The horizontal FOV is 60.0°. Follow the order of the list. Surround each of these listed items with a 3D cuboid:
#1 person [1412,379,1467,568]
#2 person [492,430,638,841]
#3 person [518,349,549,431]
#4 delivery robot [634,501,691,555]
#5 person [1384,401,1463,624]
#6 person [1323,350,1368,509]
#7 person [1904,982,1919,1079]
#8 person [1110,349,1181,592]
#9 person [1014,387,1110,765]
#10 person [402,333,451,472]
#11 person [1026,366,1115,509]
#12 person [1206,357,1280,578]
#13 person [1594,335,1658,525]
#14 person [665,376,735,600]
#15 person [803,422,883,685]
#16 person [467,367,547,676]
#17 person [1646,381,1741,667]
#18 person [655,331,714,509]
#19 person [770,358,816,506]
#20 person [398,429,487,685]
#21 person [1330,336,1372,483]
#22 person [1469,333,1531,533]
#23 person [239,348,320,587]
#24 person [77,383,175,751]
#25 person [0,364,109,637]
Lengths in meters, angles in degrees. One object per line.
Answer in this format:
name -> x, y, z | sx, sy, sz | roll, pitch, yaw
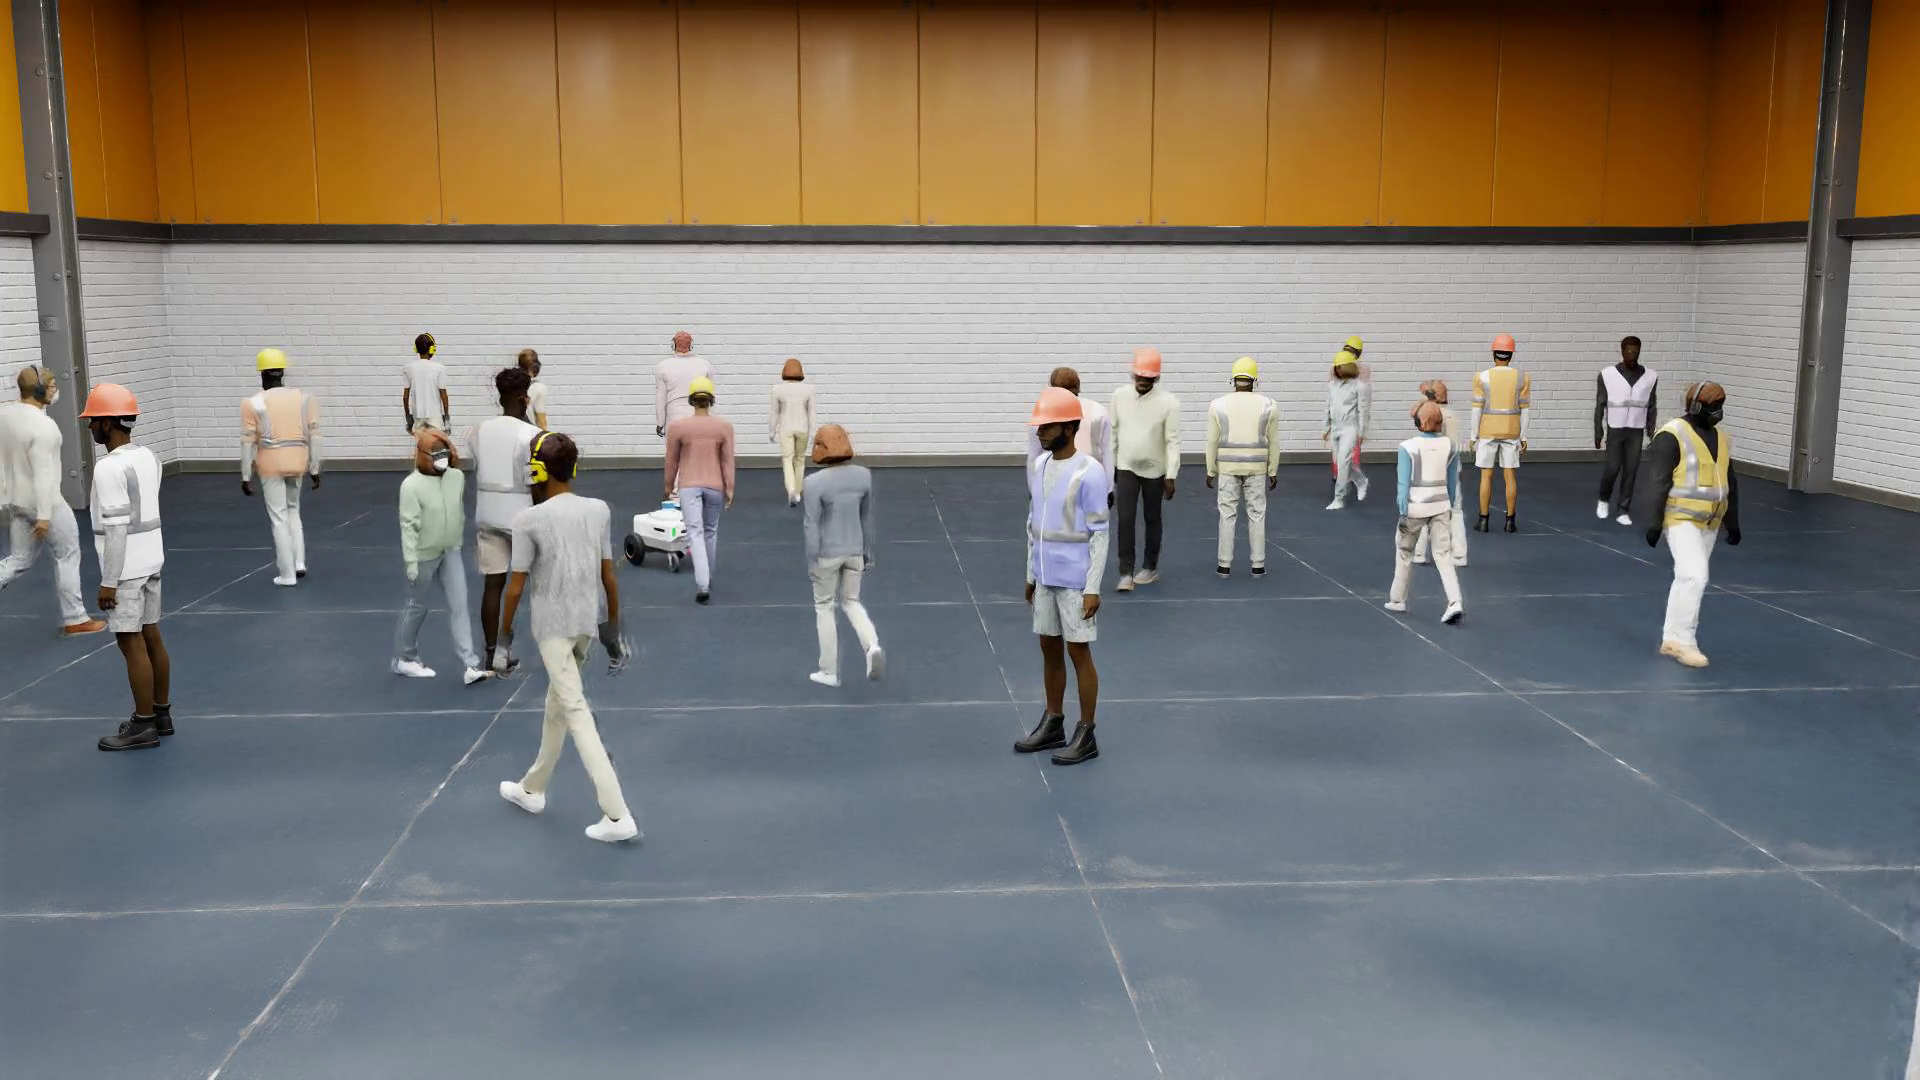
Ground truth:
person -> 4.088, -0.568, 14.281 | 0.664, 1.608, 0.526 | 7, 12, 38
person -> -1.803, 0.420, 7.446 | 1.002, 1.815, 0.544 | 7, 11, 37
person -> -4.023, -0.893, 15.703 | 0.535, 1.804, 0.933 | 3, 10, 20
delivery robot -> -2.498, -0.089, 14.273 | 0.477, 0.478, 0.707 | -8, 12, -40
person -> 3.398, -0.206, 12.047 | 0.522, 1.604, 0.849 | -2, 9, -14
person -> 4.207, -1.203, 17.969 | 0.773, 1.714, 0.482 | -7, 12, -38
person -> 1.846, 1.108, 2.978 | 0.432, 1.858, 0.509 | 7, 11, 36
person -> 1.447, -0.548, 13.161 | 0.628, 1.919, 0.945 | 3, 10, 21
person -> 0.509, 0.184, 8.526 | 0.373, 1.934, 0.551 | -7, 11, -36
person -> -5.820, -1.320, 18.183 | 0.512, 1.872, 0.330 | 1, 9, 5
person -> 0.818, -0.397, 12.544 | 0.651, 1.817, 0.700 | -1, 9, -3
person -> 2.329, -0.593, 13.732 | 0.603, 1.830, 0.404 | 1, 9, 6
person -> 6.689, -1.101, 16.719 | 0.590, 1.906, 0.433 | 0, 9, 3
person -> -2.012, -0.414, 12.946 | 0.523, 1.726, 0.898 | -4, 10, -22
person -> -0.702, 0.100, 10.044 | 0.511, 1.616, 0.500 | -7, 11, -37
person -> -2.776, -0.135, 10.586 | 0.606, 1.921, 0.888 | 3, 10, 19
person -> 4.759, -0.100, 10.653 | 0.650, 1.821, 0.627 | -5, 10, -28
person -> -2.964, -1.290, 17.878 | 0.641, 1.908, 0.407 | -4, 10, -23
person -> -1.810, -1.176, 18.108 | 0.504, 1.610, 0.735 | -2, 9, -12
person -> -3.189, 0.109, 10.107 | 0.843, 1.576, 0.510 | 6, 11, 33
person -> 4.730, -1.579, 20.136 | 0.533, 1.767, 0.326 | 7, 11, 38
person -> 5.239, -1.035, 16.182 | 0.552, 1.935, 0.368 | 1, 9, 8
person -> -5.497, -0.579, 13.378 | 0.500, 1.912, 0.611 | 8, 12, 41
person -> -4.413, 0.142, 8.790 | 0.358, 1.937, 0.548 | -1, 9, -5
person -> -6.336, -0.233, 11.257 | 0.631, 1.909, 0.888 | 6, 11, 33
